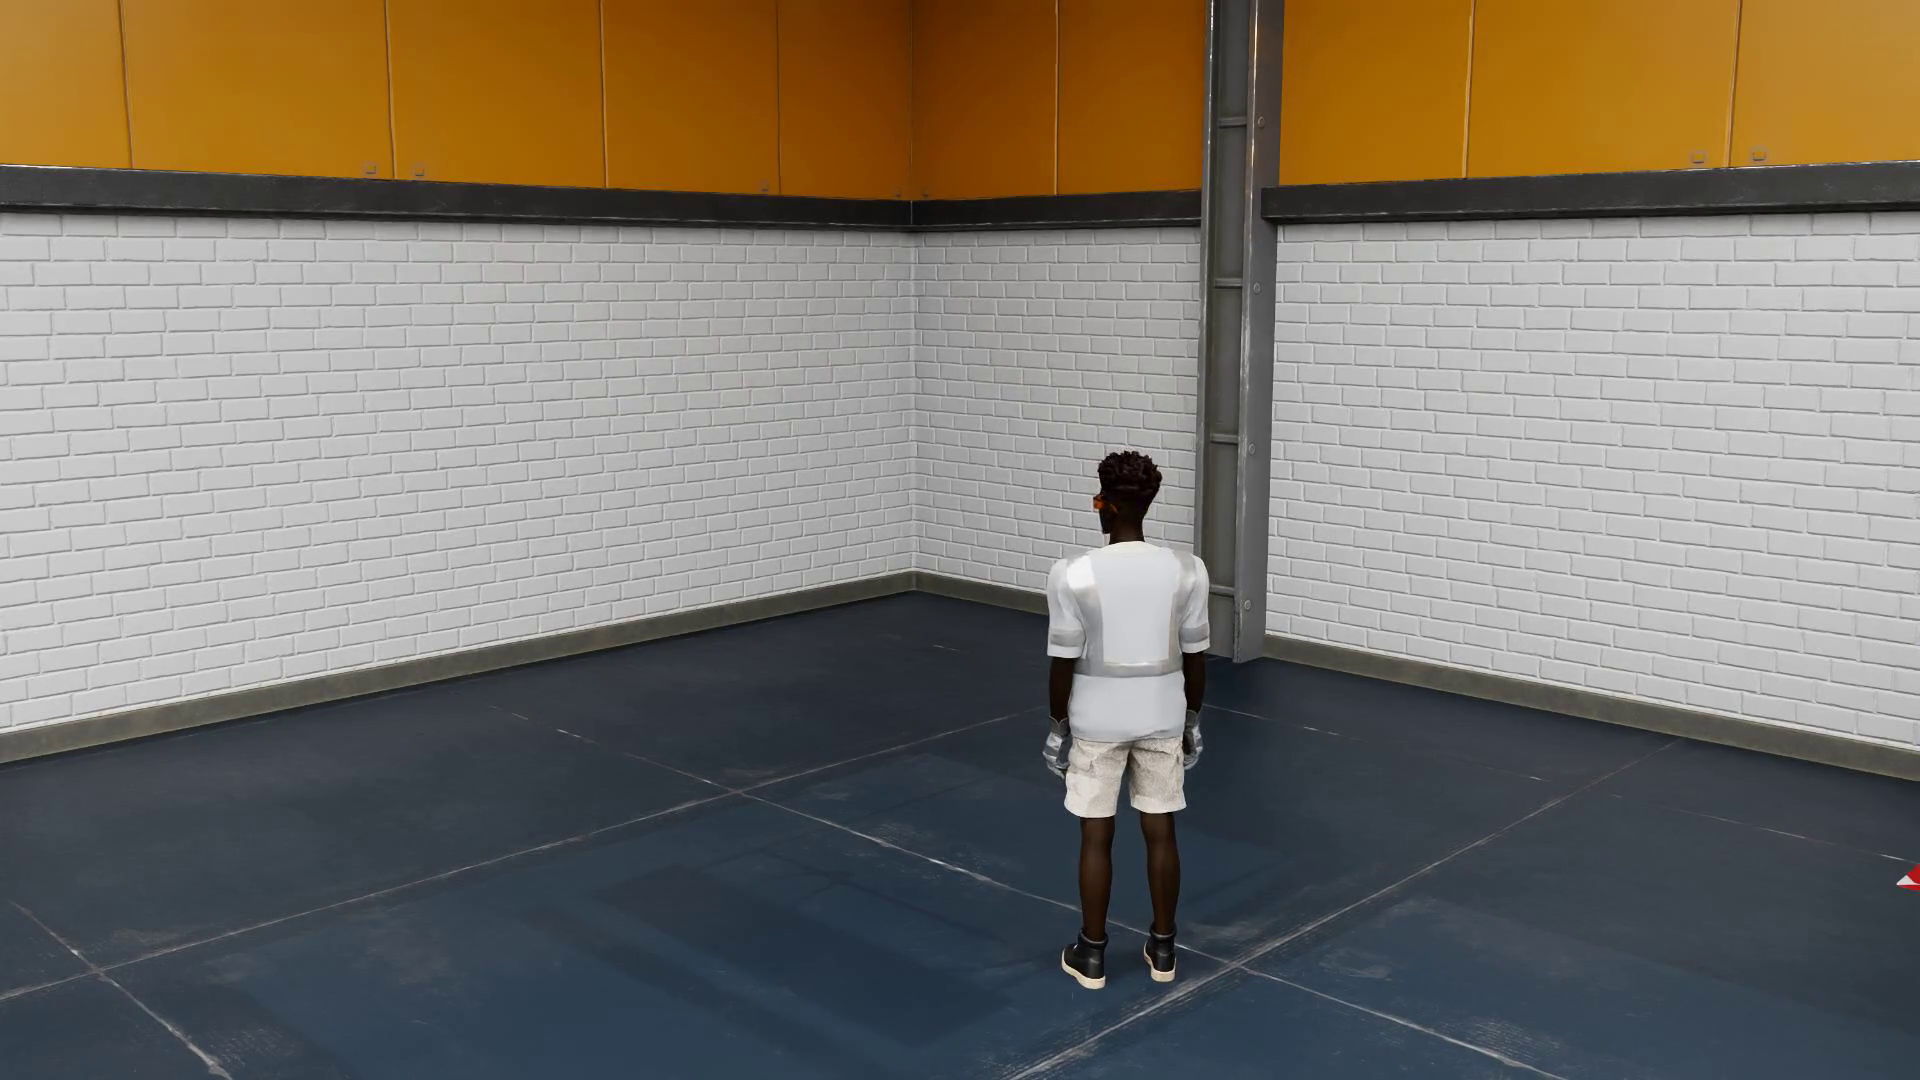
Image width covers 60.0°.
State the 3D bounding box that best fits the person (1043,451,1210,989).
[{"bbox_3d":[0.600,0.653,6.038,0.610,1.966,0.364,-2,9,-10],"label":"person"}]
